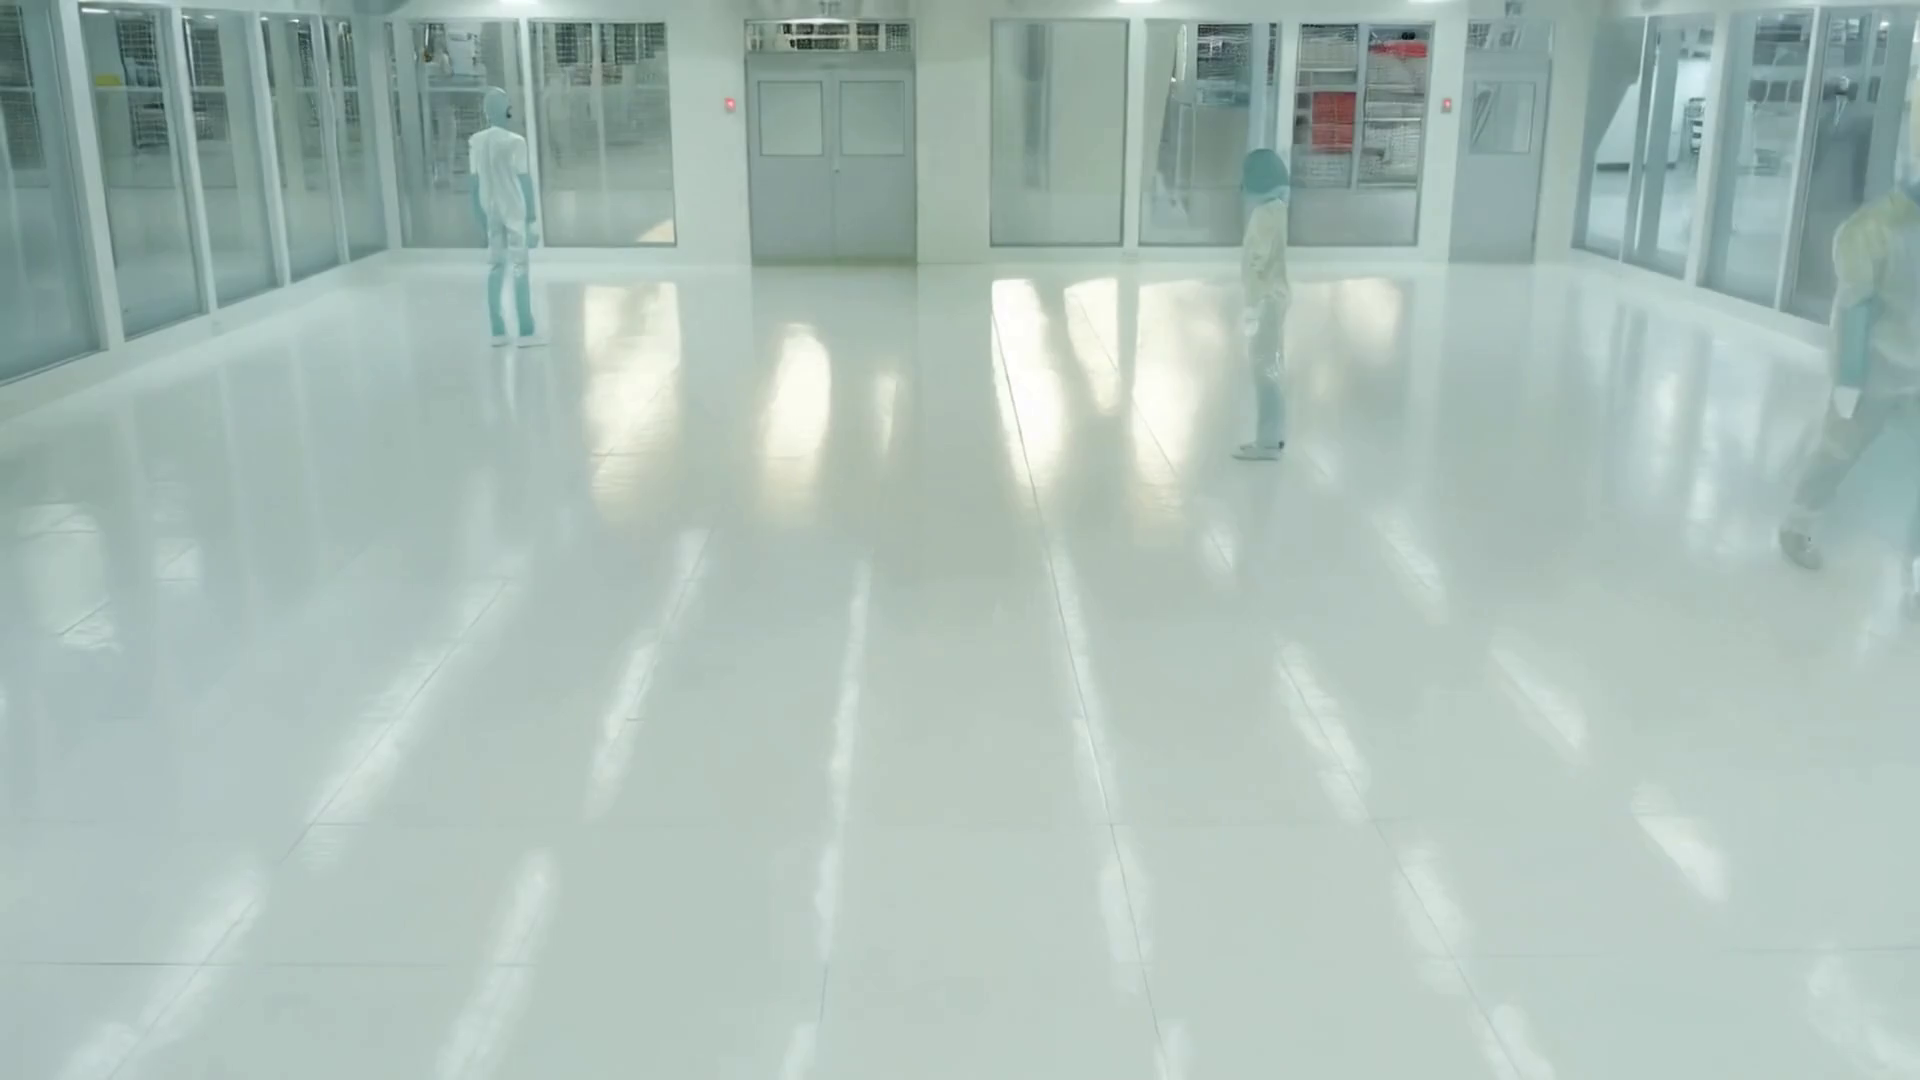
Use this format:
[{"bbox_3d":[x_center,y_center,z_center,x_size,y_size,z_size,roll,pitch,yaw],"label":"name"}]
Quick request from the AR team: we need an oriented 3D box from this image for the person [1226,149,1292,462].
[{"bbox_3d":[1.593,-1.228,8.777,0.280,1.624,0.494,5,17,17],"label":"person"}]

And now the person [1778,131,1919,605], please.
[{"bbox_3d":[3.689,-0.694,6.574,0.662,1.859,1.004,-2,16,-6],"label":"person"}]

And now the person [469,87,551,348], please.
[{"bbox_3d":[-3.301,-2.334,12.125,0.532,1.865,0.311,6,17,20],"label":"person"}]
